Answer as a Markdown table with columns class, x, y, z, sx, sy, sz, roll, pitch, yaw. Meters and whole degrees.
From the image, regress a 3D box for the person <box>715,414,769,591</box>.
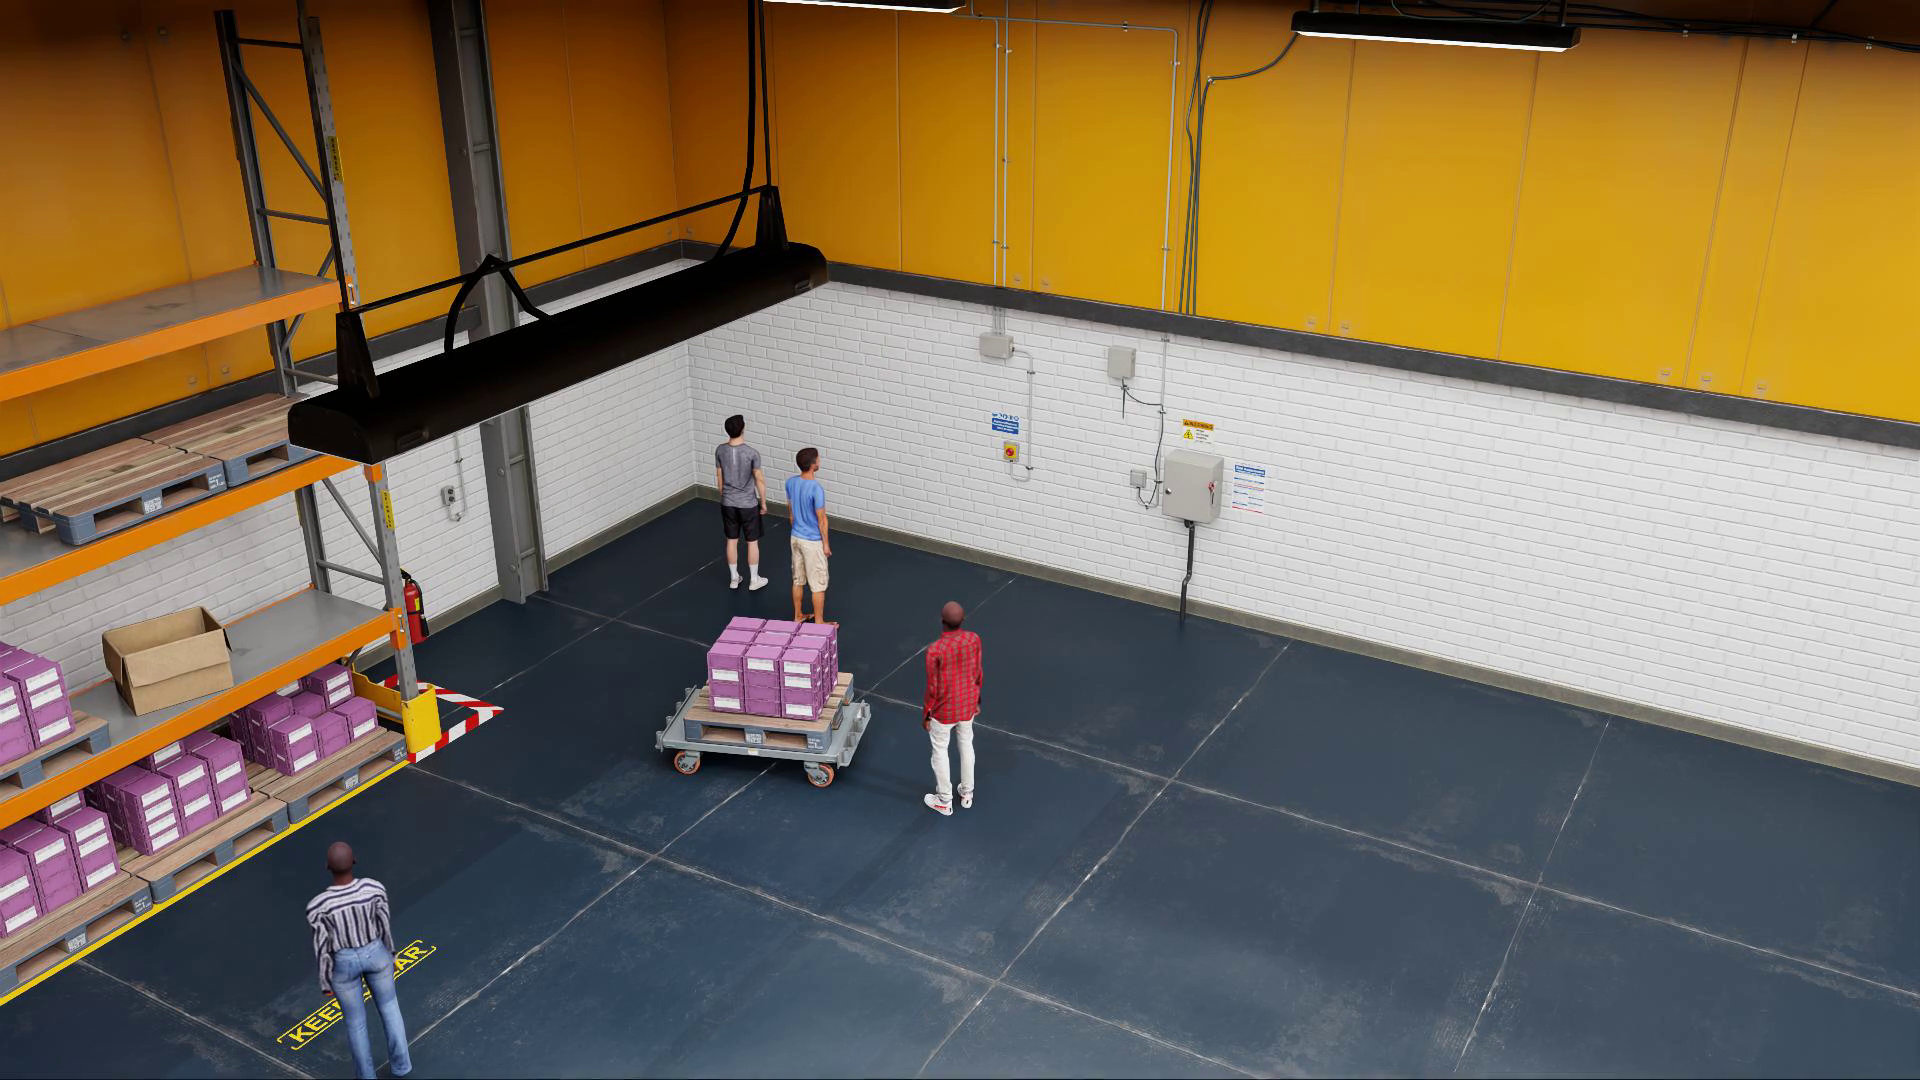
| class | x | y | z | sx | sy | sz | roll | pitch | yaw |
| --- | --- | --- | --- | --- | --- | --- | --- | --- | --- |
| person | -2.233 | -0.384 | 16.858 | 0.713 | 1.871 | 0.643 | 6 | 24 | 14 |

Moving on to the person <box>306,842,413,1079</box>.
| class | x | y | z | sx | sy | sz | roll | pitch | yaw |
| --- | --- | --- | --- | --- | --- | --- | --- | --- | --- |
| person | -3.642 | 2.606 | 10.113 | 0.614 | 1.796 | 0.754 | -16 | 28 | -32 |

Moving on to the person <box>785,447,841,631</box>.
| class | x | y | z | sx | sy | sz | roll | pitch | yaw |
| --- | --- | --- | --- | --- | --- | --- | --- | --- | --- |
| person | -1.459 | -0.007 | 16.007 | 0.685 | 1.863 | 0.611 | 19 | 30 | 37 |

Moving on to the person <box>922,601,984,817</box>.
| class | x | y | z | sx | sy | sz | roll | pitch | yaw |
| --- | --- | --- | --- | --- | --- | --- | --- | --- | --- |
| person | -0.056 | 1.299 | 13.072 | 0.705 | 1.820 | 0.818 | -12 | 26 | -26 |
